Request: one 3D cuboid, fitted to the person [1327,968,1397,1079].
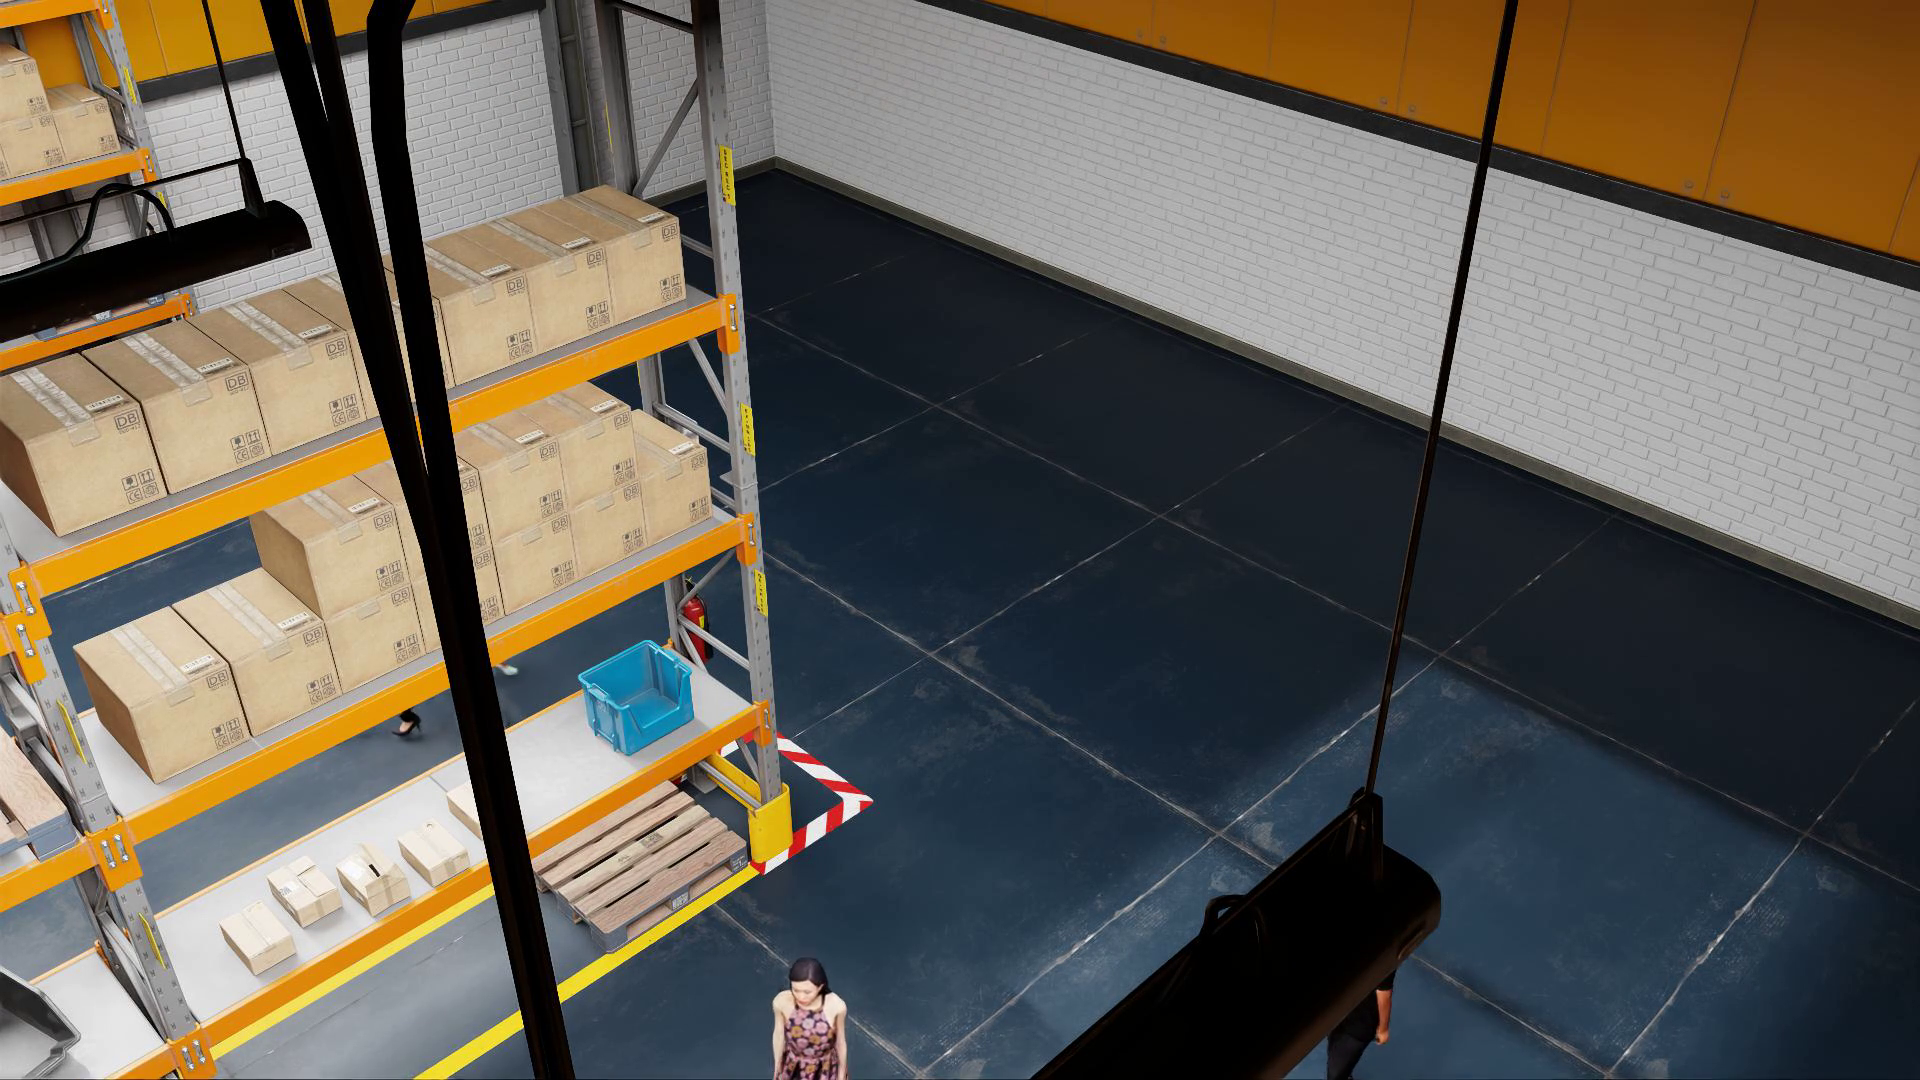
[{"bbox_3d":[2.302,2.675,9.610,0.849,1.740,0.715,-23,40,-31],"label":"person"}]

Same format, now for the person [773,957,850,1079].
[{"bbox_3d":[-0.807,2.890,9.269,0.930,1.760,0.988,1,34,1],"label":"person"}]
